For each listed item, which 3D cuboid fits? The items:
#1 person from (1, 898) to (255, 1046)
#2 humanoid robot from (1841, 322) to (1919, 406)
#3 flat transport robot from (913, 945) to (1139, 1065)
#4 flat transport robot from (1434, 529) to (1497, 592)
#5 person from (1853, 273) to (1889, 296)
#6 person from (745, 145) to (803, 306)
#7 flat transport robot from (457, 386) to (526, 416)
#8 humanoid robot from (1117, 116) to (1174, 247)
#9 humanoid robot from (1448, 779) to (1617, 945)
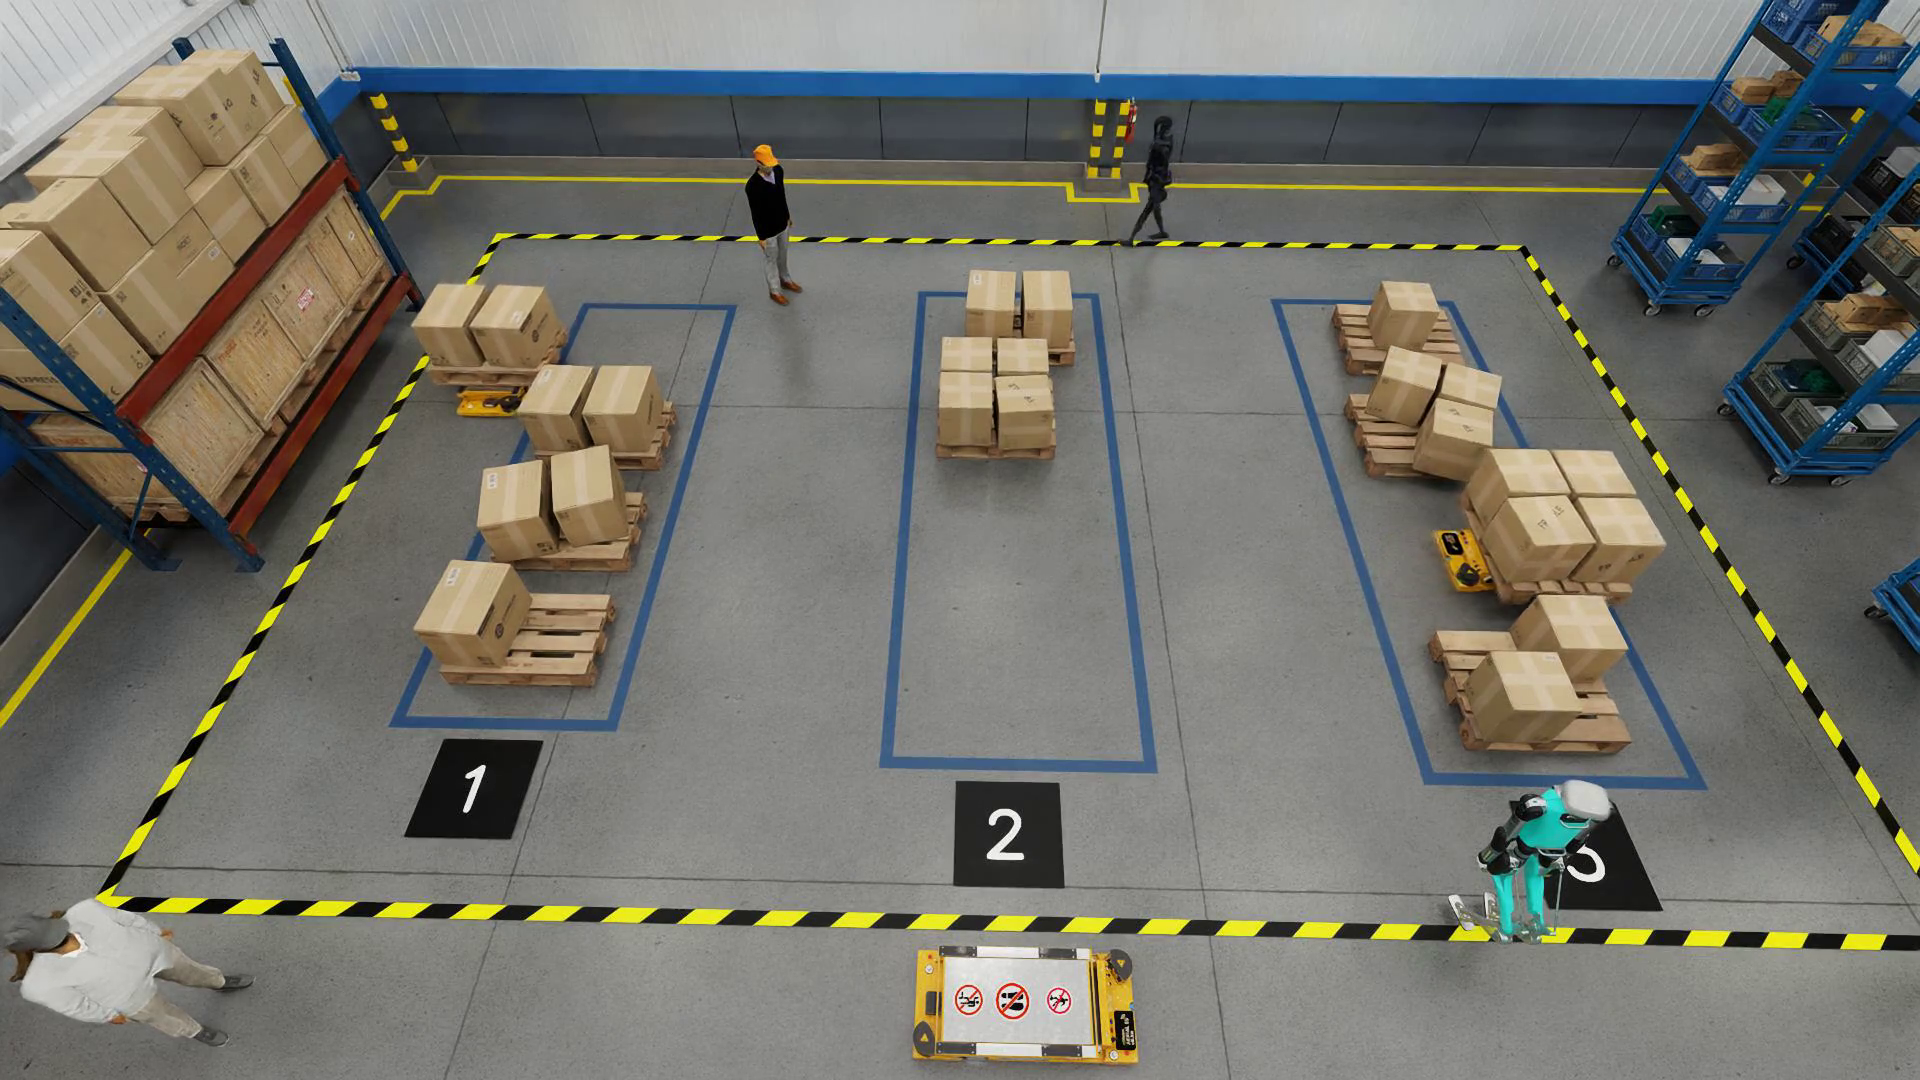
[{"bbox_3d":[-4.932,2.564,5.426,0.399,1.768,0.572,0,51,0],"label":"person"},{"bbox_3d":[9.327,-1.725,9.017,0.601,1.636,0.771,3,51,3],"label":"humanoid robot"},{"bbox_3d":[0.422,3.041,6.007,1.431,0.231,0.659,1,51,1],"label":"flat transport robot"},{"bbox_3d":[5.166,0.163,8.335,1.431,0.197,0.652,1,51,1],"label":"flat transport robot"},{"bbox_3d":[9.840,-2.694,9.664,0.632,1.846,0.429,11,52,9],"label":"person"},{"bbox_3d":[-2.090,-3.548,10.337,0.379,1.881,0.589,23,54,17],"label":"person"},{"bbox_3d":[-4.940,-1.907,10.022,0.652,0.197,1.431,1,51,1],"label":"flat transport robot"},{"bbox_3d":[2.324,-4.351,11.138,0.736,1.628,0.608,-7,51,-6],"label":"humanoid robot"},{"bbox_3d":[3.578,2.143,5.705,0.533,1.677,0.735,1,51,1],"label":"humanoid robot"}]
